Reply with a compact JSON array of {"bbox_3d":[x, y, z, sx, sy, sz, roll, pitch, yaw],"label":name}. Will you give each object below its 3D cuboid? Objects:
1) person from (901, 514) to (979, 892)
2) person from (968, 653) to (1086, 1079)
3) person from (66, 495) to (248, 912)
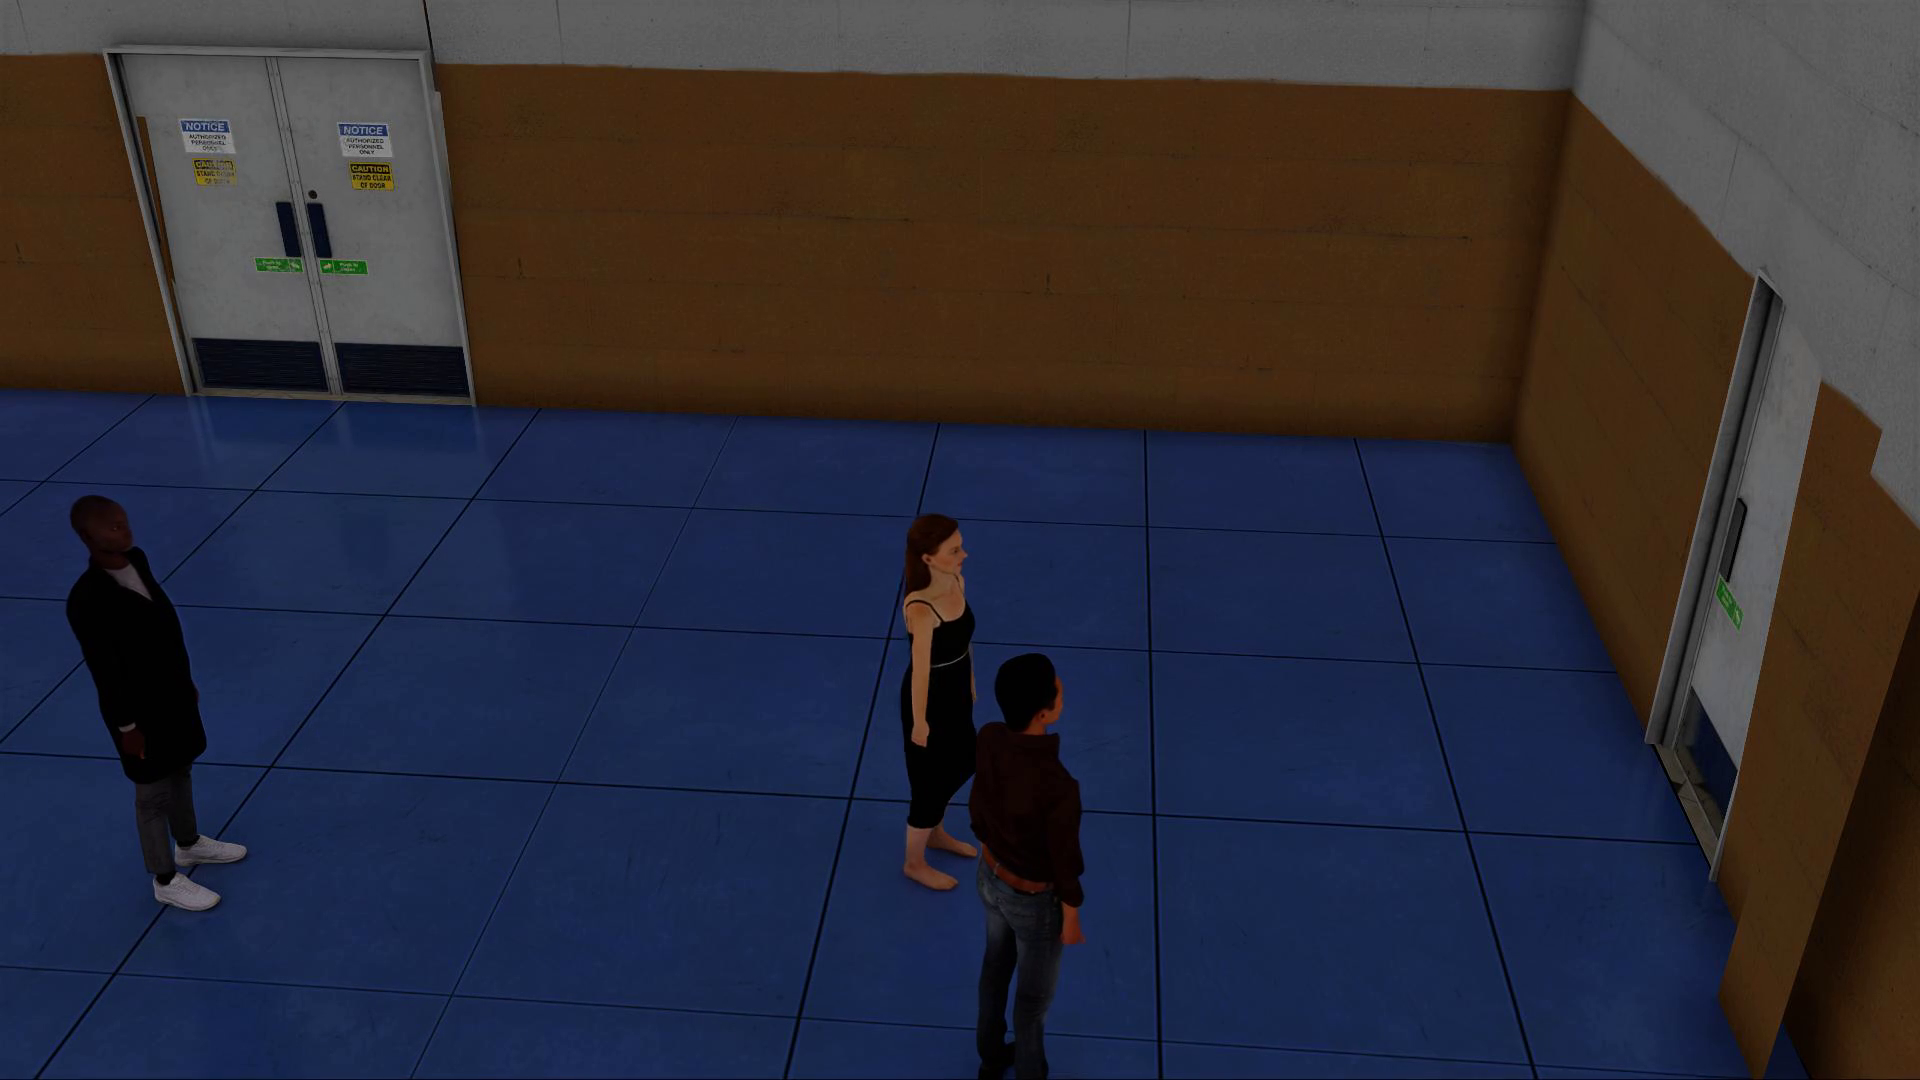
[{"bbox_3d":[-0.116,0.627,6.586,0.719,1.627,0.610,12,31,20],"label":"person"},{"bbox_3d":[0.200,1.147,5.473,0.766,1.781,0.688,-20,34,-32],"label":"person"},{"bbox_3d":[-3.170,0.619,6.459,0.708,1.762,0.500,1,29,1],"label":"person"}]
